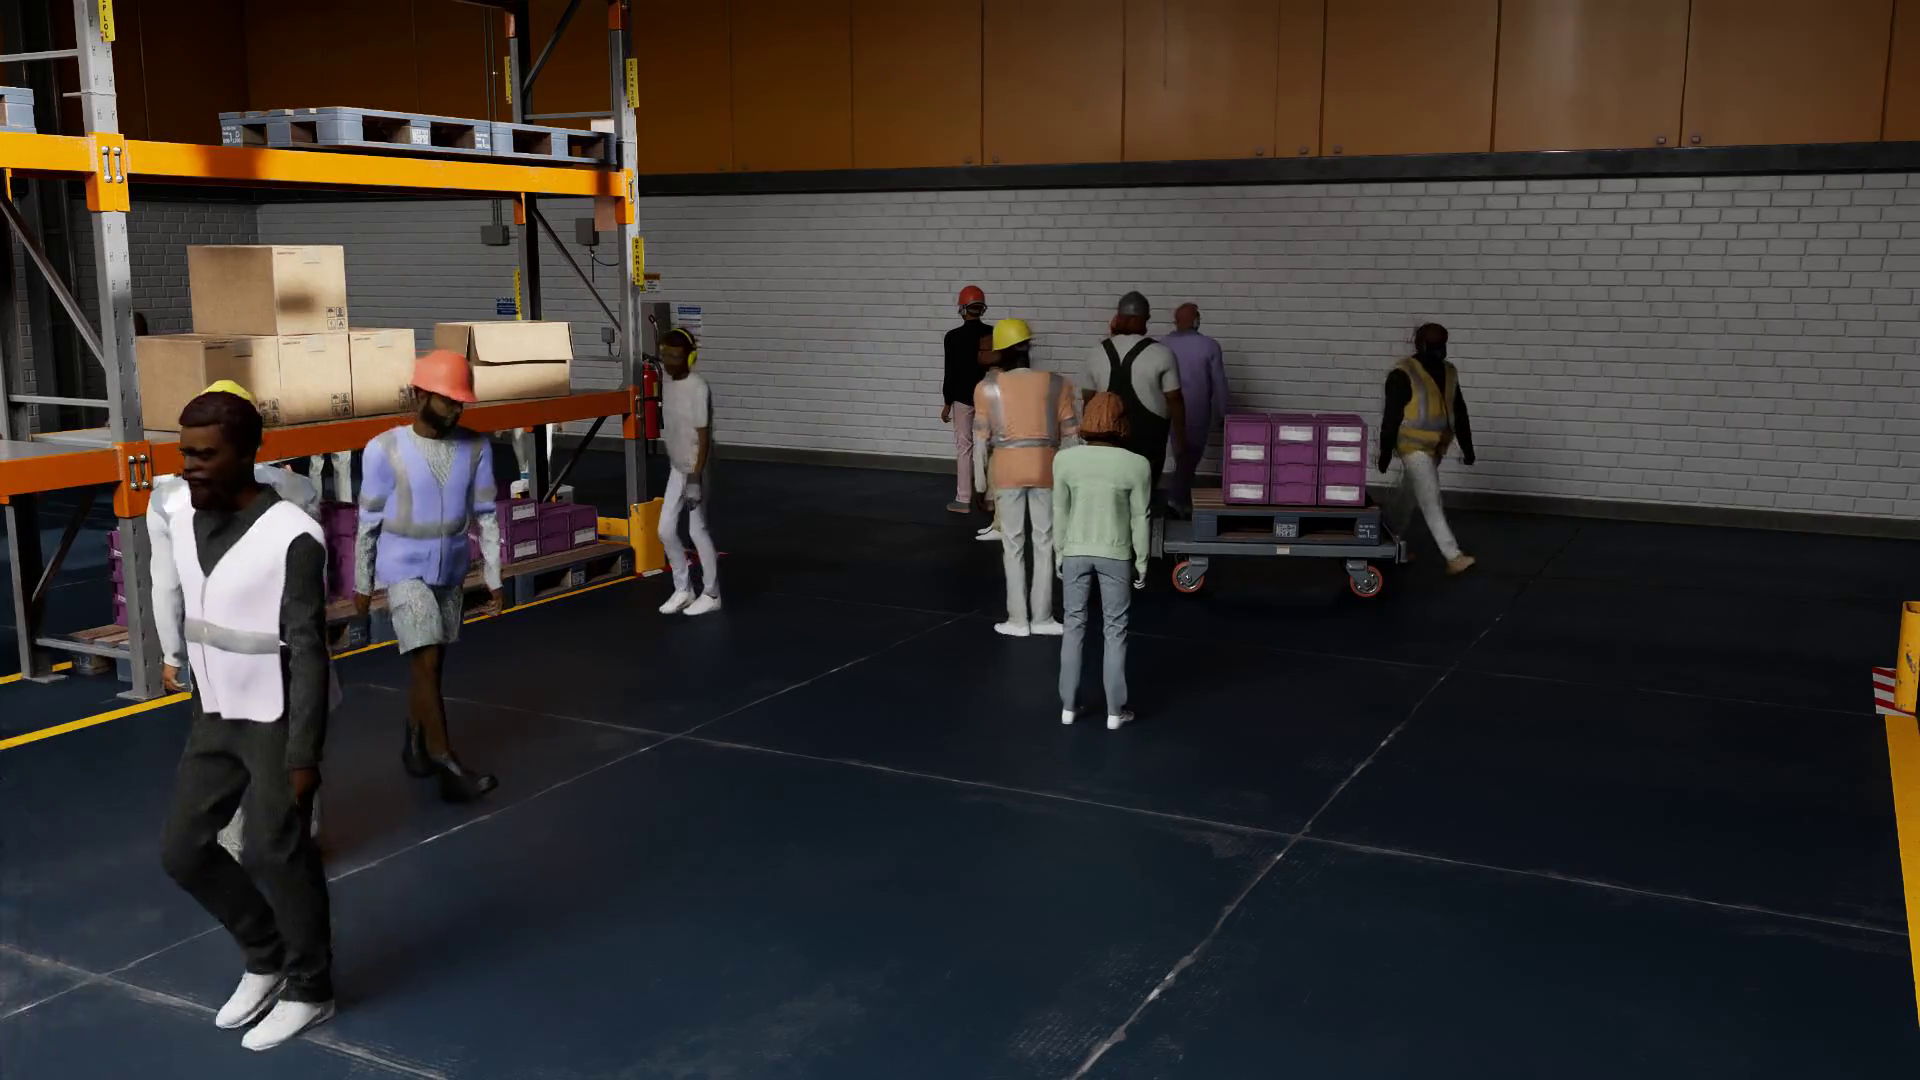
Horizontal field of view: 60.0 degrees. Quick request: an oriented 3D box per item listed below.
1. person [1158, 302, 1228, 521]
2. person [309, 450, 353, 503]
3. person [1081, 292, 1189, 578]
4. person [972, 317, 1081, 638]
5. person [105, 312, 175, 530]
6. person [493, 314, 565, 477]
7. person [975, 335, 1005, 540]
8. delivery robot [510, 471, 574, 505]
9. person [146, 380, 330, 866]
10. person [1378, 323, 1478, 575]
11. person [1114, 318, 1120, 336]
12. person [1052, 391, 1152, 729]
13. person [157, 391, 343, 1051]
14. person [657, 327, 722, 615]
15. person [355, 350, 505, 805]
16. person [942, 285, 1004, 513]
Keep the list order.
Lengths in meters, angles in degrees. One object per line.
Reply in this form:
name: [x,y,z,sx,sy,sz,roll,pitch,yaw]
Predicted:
person: [1.935,-1.103,14.289,0.653,1.869,0.967,6,12,33]
person: [-5.169,-1.025,13.631,0.586,1.928,0.369,3,10,16]
person: [1.282,-0.782,11.901,0.701,2.000,0.808,5,11,29]
person: [0.412,-0.369,9.932,0.693,1.902,0.425,-1,10,-7]
person: [-6.491,-0.909,13.295,0.634,1.810,0.652,-2,10,-11]
person: [-3.716,-1.071,14.289,0.618,1.785,0.930,-1,10,-8]
person: [0.262,-0.813,13.256,0.279,1.634,0.498,1,10,6]
delivery robot: [-3.420,-0.305,13.167,0.477,0.478,0.707,10,14,44]
person: [-2.574,0.344,5.983,0.586,1.833,0.404,-6,12,-32]
person: [3.381,-0.654,11.922,0.741,1.782,0.970,-7,12,-35]
person: [1.126,-0.757,12.330,0.840,1.856,0.598,-5,11,-25]
person: [0.678,0.098,8.017,0.494,1.624,0.290,3,10,18]
person: [-2.015,0.524,4.735,0.627,1.899,0.466,6,11,30]
person: [-1.677,-0.411,10.370,0.530,1.824,0.553,-9,14,-44]
person: [-2.209,0.145,6.988,0.556,1.874,0.971,-9,13,-43]
person: [0.112,-1.234,14.649,0.608,1.995,0.377,-6,11,-30]
